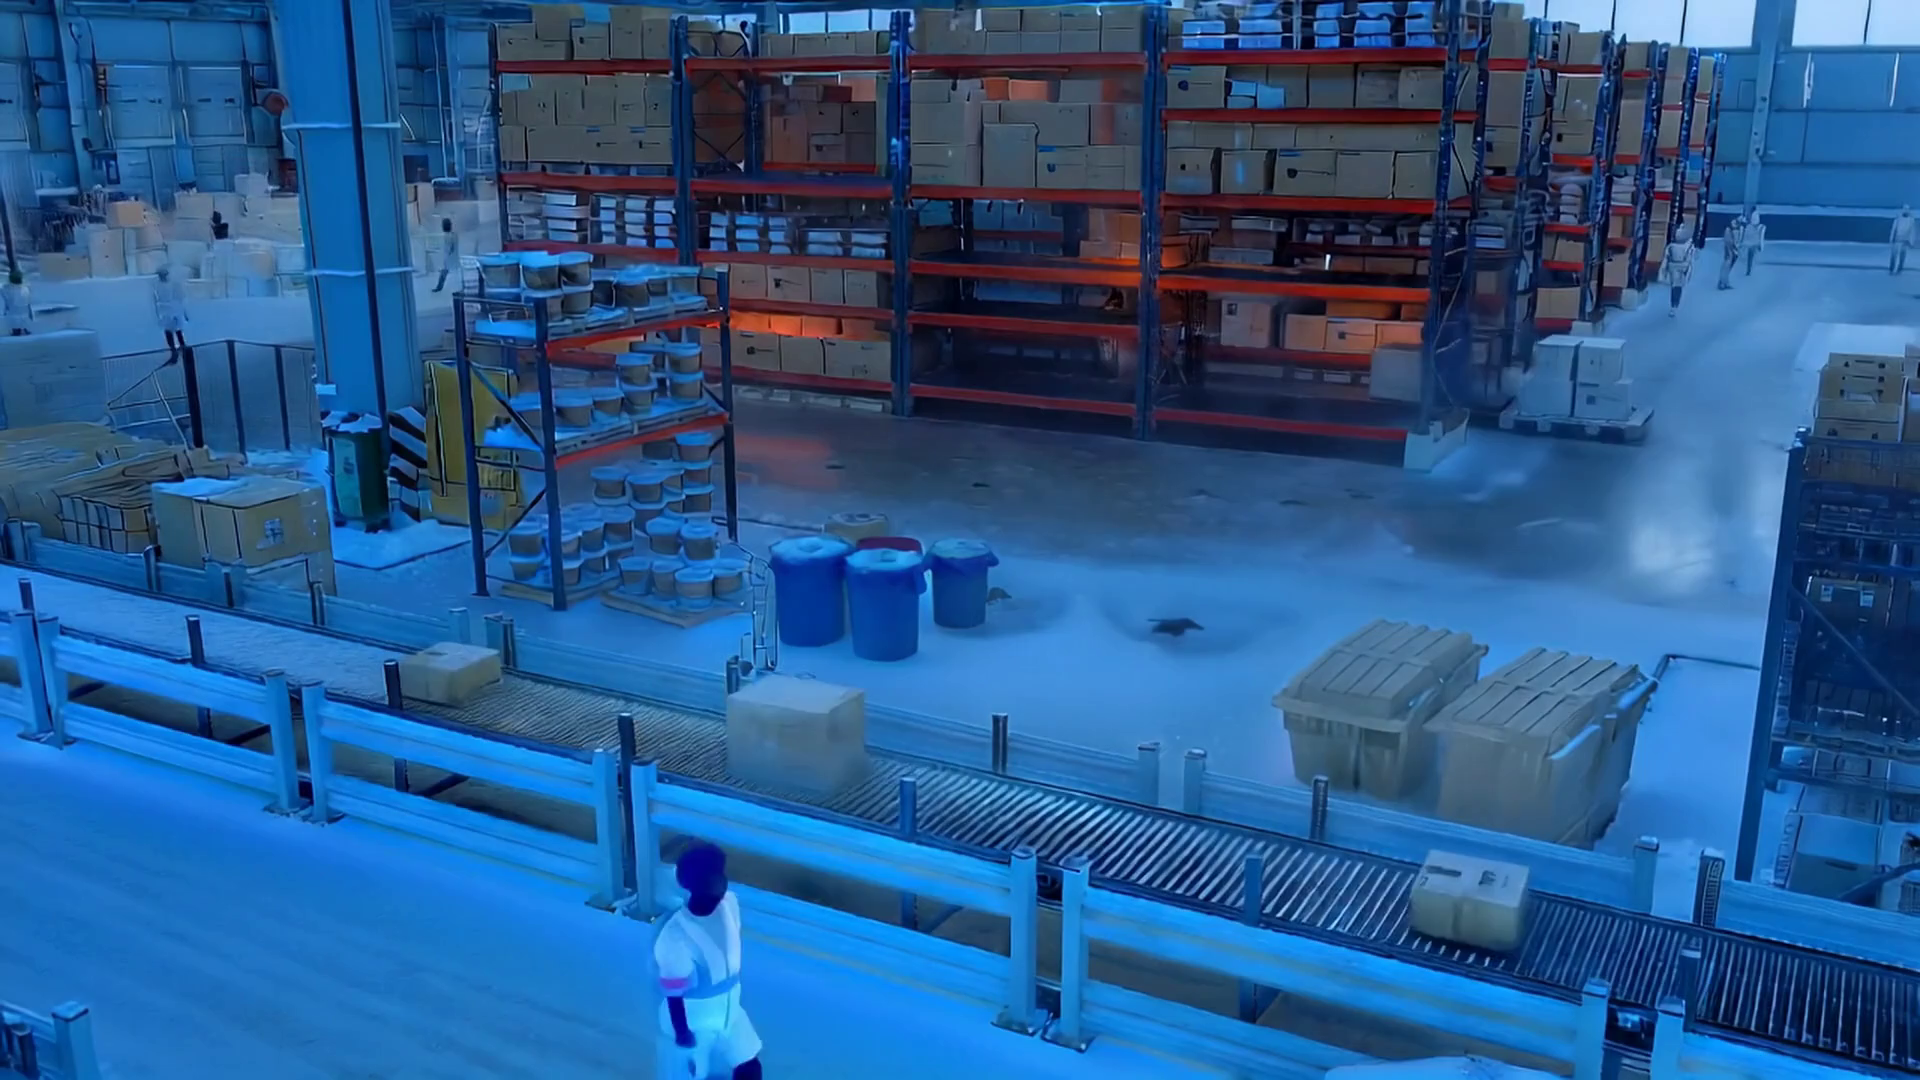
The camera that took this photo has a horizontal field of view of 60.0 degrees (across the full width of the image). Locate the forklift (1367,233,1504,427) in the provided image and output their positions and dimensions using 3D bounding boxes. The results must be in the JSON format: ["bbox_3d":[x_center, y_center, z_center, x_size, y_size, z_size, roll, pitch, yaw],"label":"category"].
[{"bbox_3d":[7.318,-3.251,25.321,1.873,2.768,1.129,8,17,28],"label":"forklift"}]

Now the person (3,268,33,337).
[{"bbox_3d":[-17.771,-4.276,31.436,0.537,1.699,0.321,4,15,14],"label":"person"}]

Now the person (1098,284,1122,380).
[{"bbox_3d":[2.527,-3.606,28.519,0.406,1.911,0.636,-3,15,-11],"label":"person"}]

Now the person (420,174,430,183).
[{"bbox_3d":[-21.181,-13.567,66.010,0.356,1.884,0.574,7,16,25],"label":"person"}]

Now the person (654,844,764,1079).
[{"bbox_3d":[-1.117,2.130,7.381,0.412,1.677,0.546,9,17,31],"label":"person"}]

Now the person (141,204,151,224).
[{"bbox_3d":[-23.521,-8.736,47.847,1.025,1.876,0.556,7,16,24],"label":"person"}]

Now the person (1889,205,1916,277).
[{"bbox_3d":[26.025,-8.256,45.950,0.640,1.933,1.067,8,17,29],"label":"person"}]

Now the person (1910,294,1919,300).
[{"bbox_3d":[23.754,-6.675,40.293,0.940,1.798,0.573,14,20,42],"label":"person"}]

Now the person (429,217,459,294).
[{"bbox_3d":[-12.812,-7.112,41.688,1.002,1.912,0.623,-8,17,-27],"label":"person"}]

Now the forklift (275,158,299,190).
[{"bbox_3d":[-22.628,-11.539,56.478,1.873,2.768,1.129,8,17,28],"label":"forklift"}]

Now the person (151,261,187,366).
[{"bbox_3d":[-14.534,-4.162,30.584,0.570,1.920,0.430,-3,15,-10],"label":"person"}]

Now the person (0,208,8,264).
[{"bbox_3d":[-28.141,-9.000,48.773,0.642,1.921,0.510,10,18,33],"label":"person"}]

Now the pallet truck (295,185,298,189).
[{"bbox_3d":[-26.804,-14.617,69.738,1.885,1.965,0.823,-14,20,-42],"label":"pallet truck"}]

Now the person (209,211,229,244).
[{"bbox_3d":[-19.515,-7.714,43.946,0.369,1.915,0.597,6,16,23],"label":"person"}]

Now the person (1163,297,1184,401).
[{"bbox_3d":[3.461,-3.113,27.069,0.316,1.695,0.542,-3,15,-11],"label":"person"}]

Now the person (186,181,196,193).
[{"bbox_3d":[-27.672,-11.969,59.938,0.479,1.925,0.629,-3,15,-13],"label":"person"}]

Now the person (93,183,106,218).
[{"bbox_3d":[-33.636,-13.178,65.090,0.538,1.585,0.851,7,16,24],"label":"person"}]

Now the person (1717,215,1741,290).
[{"bbox_3d":[19.862,-7.393,42.794,0.636,1.899,0.397,-11,19,-36],"label":"person"}]

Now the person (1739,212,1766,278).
[{"bbox_3d":[21.760,-8.121,45.702,0.623,1.805,0.925,14,20,43],"label":"person"}]

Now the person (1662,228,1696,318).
[{"bbox_3d":[16.183,-6.030,37.455,0.618,2.010,0.956,8,17,29],"label":"person"}]
